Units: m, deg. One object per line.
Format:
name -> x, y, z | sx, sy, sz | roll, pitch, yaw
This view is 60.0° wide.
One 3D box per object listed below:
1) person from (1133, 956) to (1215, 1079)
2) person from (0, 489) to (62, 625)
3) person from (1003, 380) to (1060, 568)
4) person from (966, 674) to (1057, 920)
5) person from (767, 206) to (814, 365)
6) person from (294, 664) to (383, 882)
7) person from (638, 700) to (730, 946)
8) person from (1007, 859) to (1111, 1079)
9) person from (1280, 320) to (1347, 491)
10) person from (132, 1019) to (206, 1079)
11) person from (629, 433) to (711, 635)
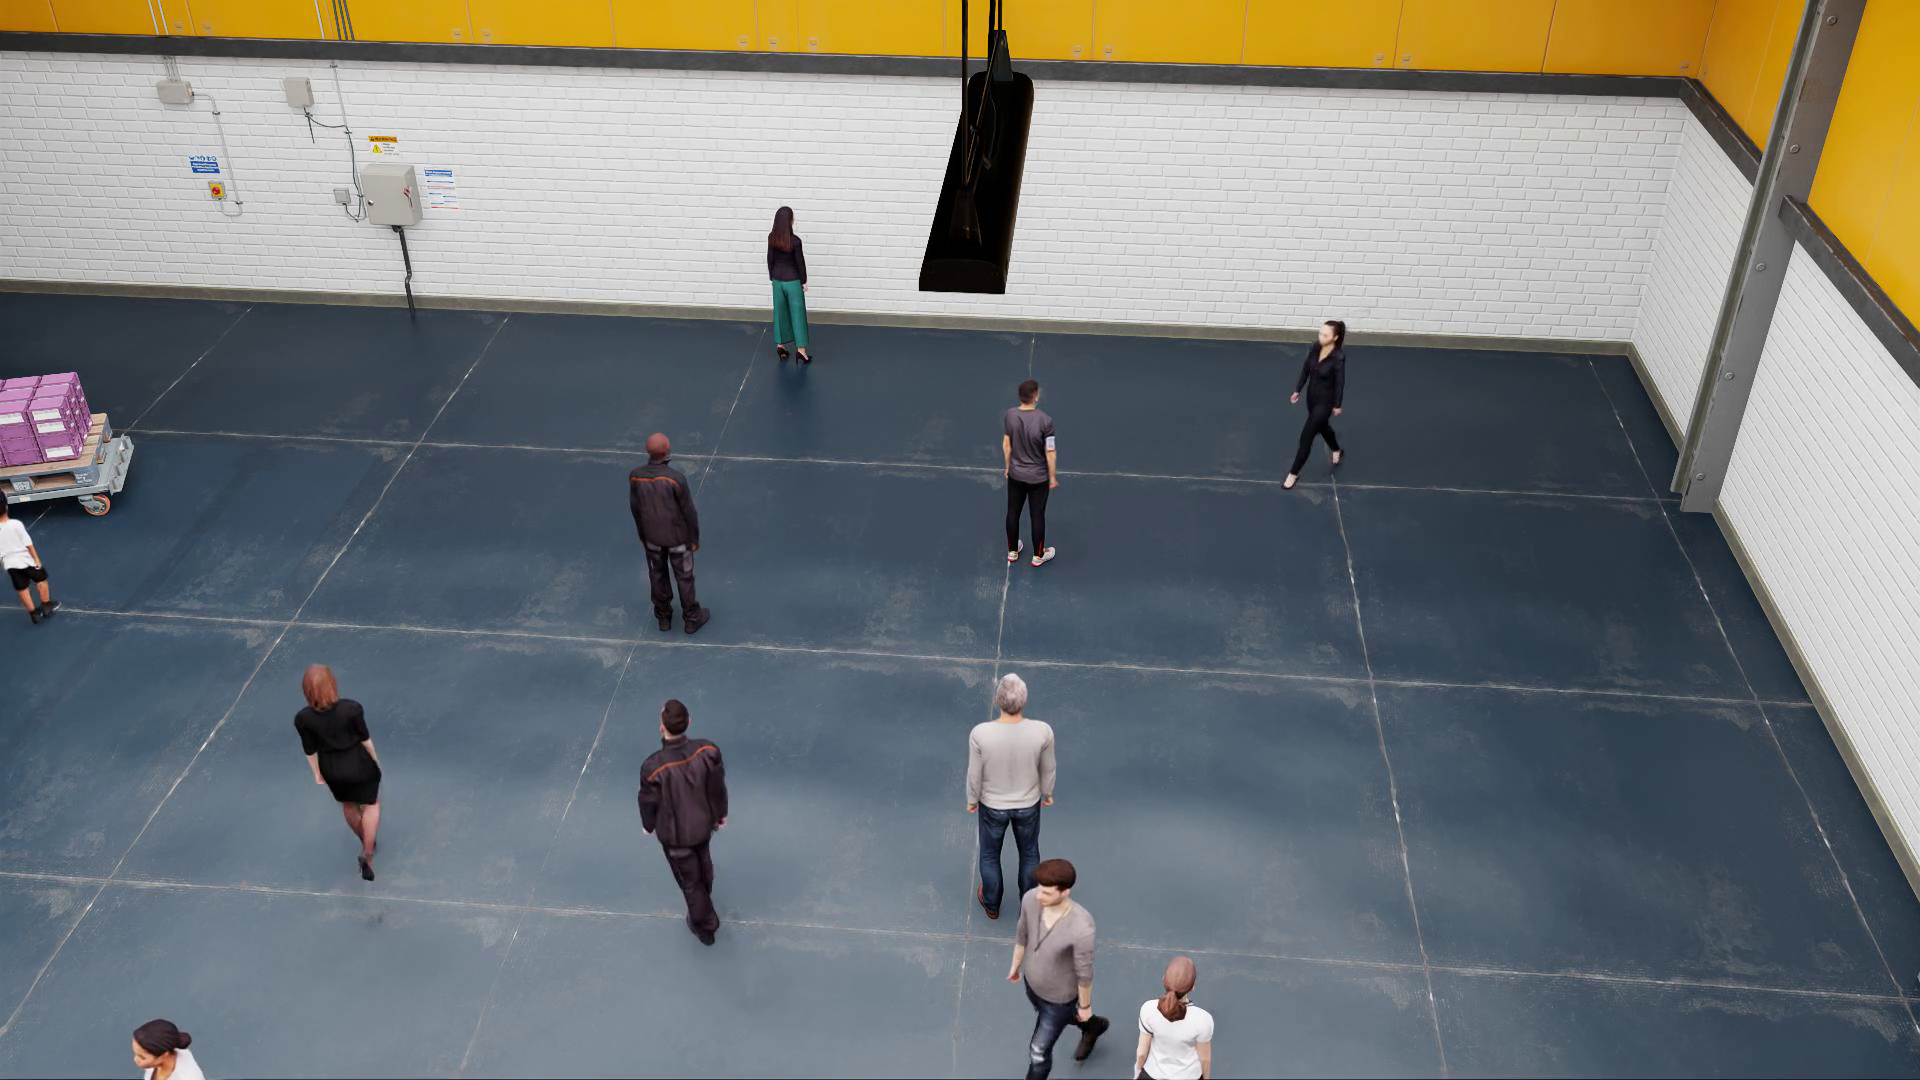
person -> 1.144, 2.916, 9.042 | 0.593, 1.752, 0.588 | 7, 34, 10
person -> -7.743, 0.167, 13.629 | 0.564, 1.252, 0.607 | -5, 34, -7
person -> 0.581, -0.575, 14.284 | 0.710, 1.764, 0.680 | 16, 37, 22
person -> 0.322, 1.679, 10.761 | 0.783, 1.909, 0.690 | -3, 34, -5
person -> -1.803, -2.678, 17.470 | 0.702, 1.738, 0.669 | 17, 37, 23
person -> -4.087, 1.585, 11.102 | 0.759, 1.688, 0.959 | -7, 34, -10
person -> -1.704, 1.845, 10.577 | 0.986, 1.837, 1.058 | -22, 39, -29
person -> 0.593, 2.514, 9.541 | 1.265, 1.868, 1.213 | -24, 40, -31
person -> 3.392, -1.281, 15.427 | 1.003, 1.675, 1.072 | -17, 37, -23
person -> -3.956, 3.088, 8.808 | 0.830, 1.725, 0.774 | -25, 41, -33
person -> -2.369, -0.047, 13.441 | 0.712, 1.818, 0.619 | 6, 34, 8
